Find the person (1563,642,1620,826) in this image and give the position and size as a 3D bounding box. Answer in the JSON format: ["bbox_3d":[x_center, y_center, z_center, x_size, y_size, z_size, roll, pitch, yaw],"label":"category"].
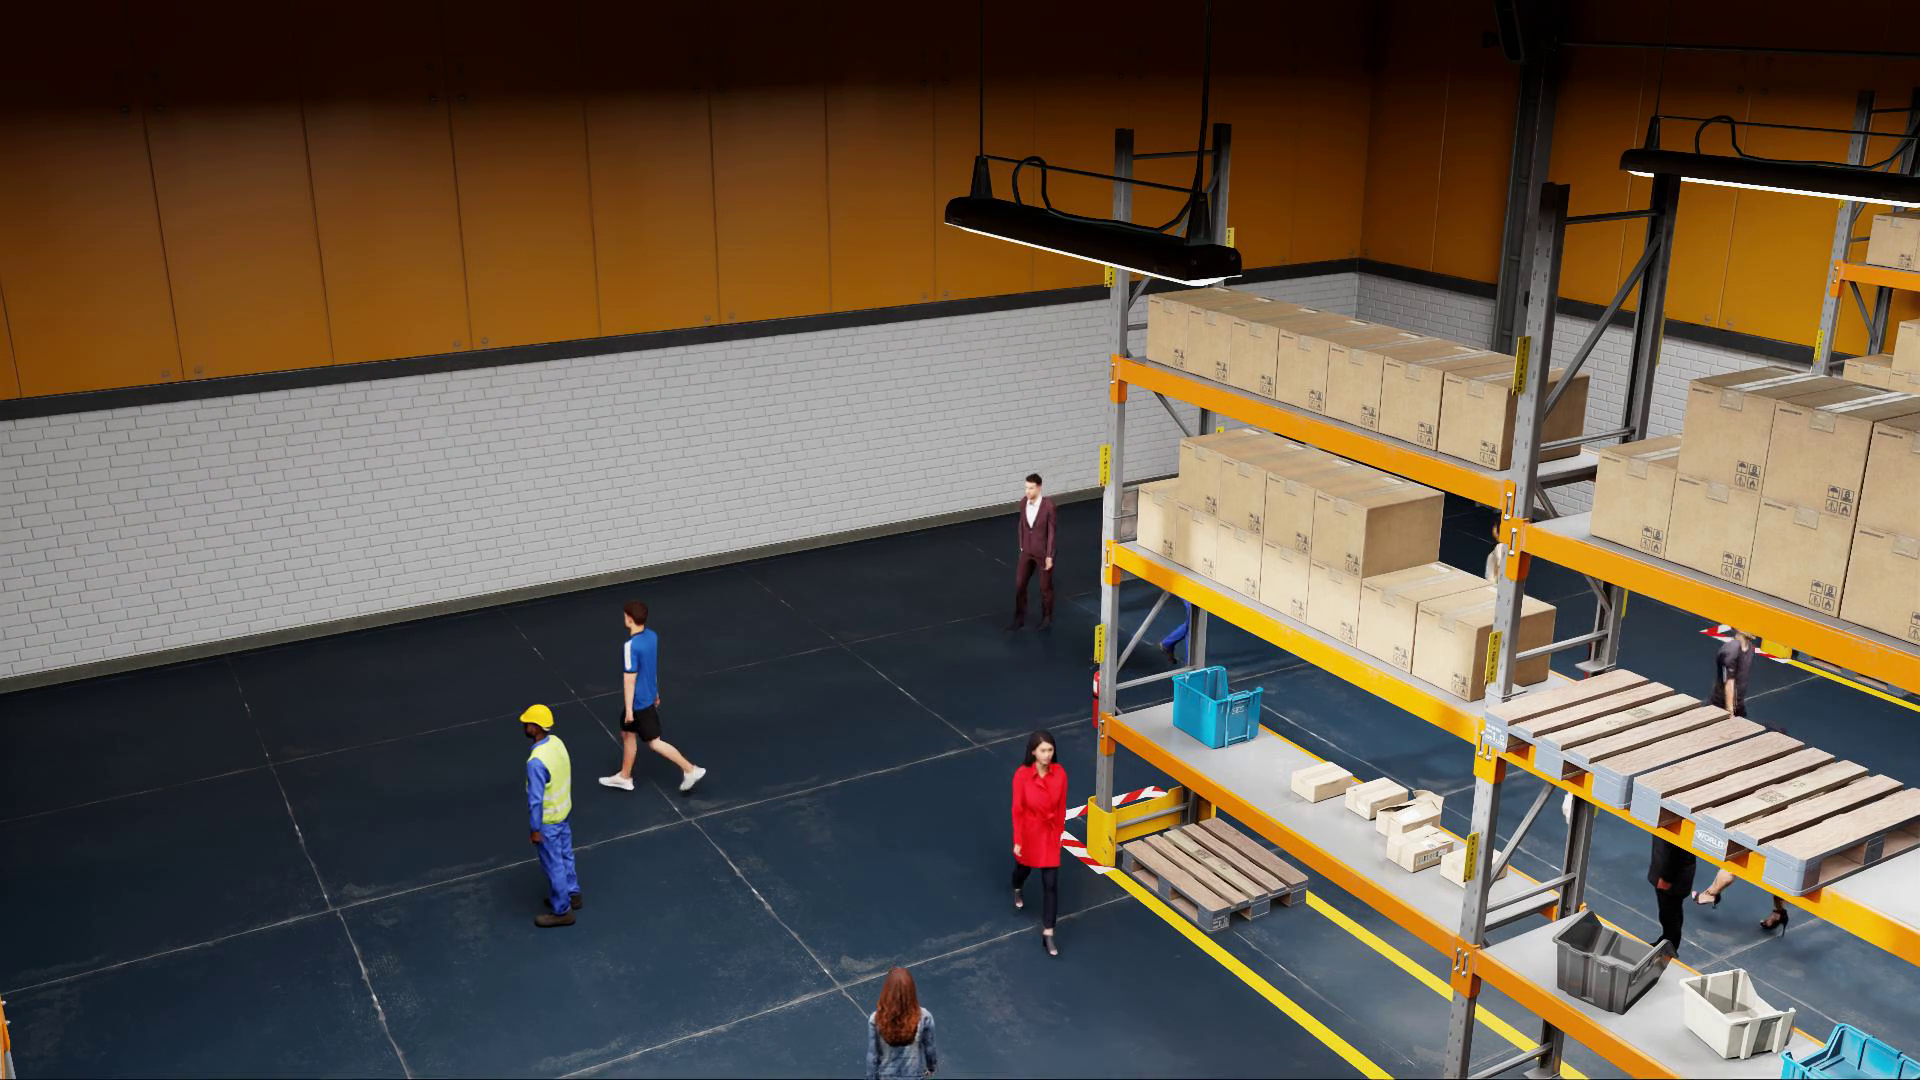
[{"bbox_3d":[5.458,1.610,14.398,0.731,1.825,0.672,5,19,14],"label":"person"}]

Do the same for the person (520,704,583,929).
[{"bbox_3d":[-3.178,2.119,12.907,0.798,1.812,0.695,1,19,4],"label":"person"}]

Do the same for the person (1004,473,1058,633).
[{"bbox_3d":[0.928,0.121,18.796,0.996,1.840,1.005,10,21,28],"label":"person"}]

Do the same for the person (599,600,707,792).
[{"bbox_3d":[-2.755,1.449,14.878,1.229,1.824,1.272,2,19,5],"label":"person"}]

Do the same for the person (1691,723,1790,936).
[{"bbox_3d":[6.250,2.246,12.722,0.765,1.689,0.994,-15,24,-38],"label":"person"}]

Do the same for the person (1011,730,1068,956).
[{"bbox_3d":[0.553,2.244,12.699,0.830,1.709,1.156,-4,19,-11],"label":"person"}]

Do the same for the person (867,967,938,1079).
[{"bbox_3d":[-0.353,3.289,10.005,0.860,1.446,1.055,-1,19,-4],"label":"person"}]
